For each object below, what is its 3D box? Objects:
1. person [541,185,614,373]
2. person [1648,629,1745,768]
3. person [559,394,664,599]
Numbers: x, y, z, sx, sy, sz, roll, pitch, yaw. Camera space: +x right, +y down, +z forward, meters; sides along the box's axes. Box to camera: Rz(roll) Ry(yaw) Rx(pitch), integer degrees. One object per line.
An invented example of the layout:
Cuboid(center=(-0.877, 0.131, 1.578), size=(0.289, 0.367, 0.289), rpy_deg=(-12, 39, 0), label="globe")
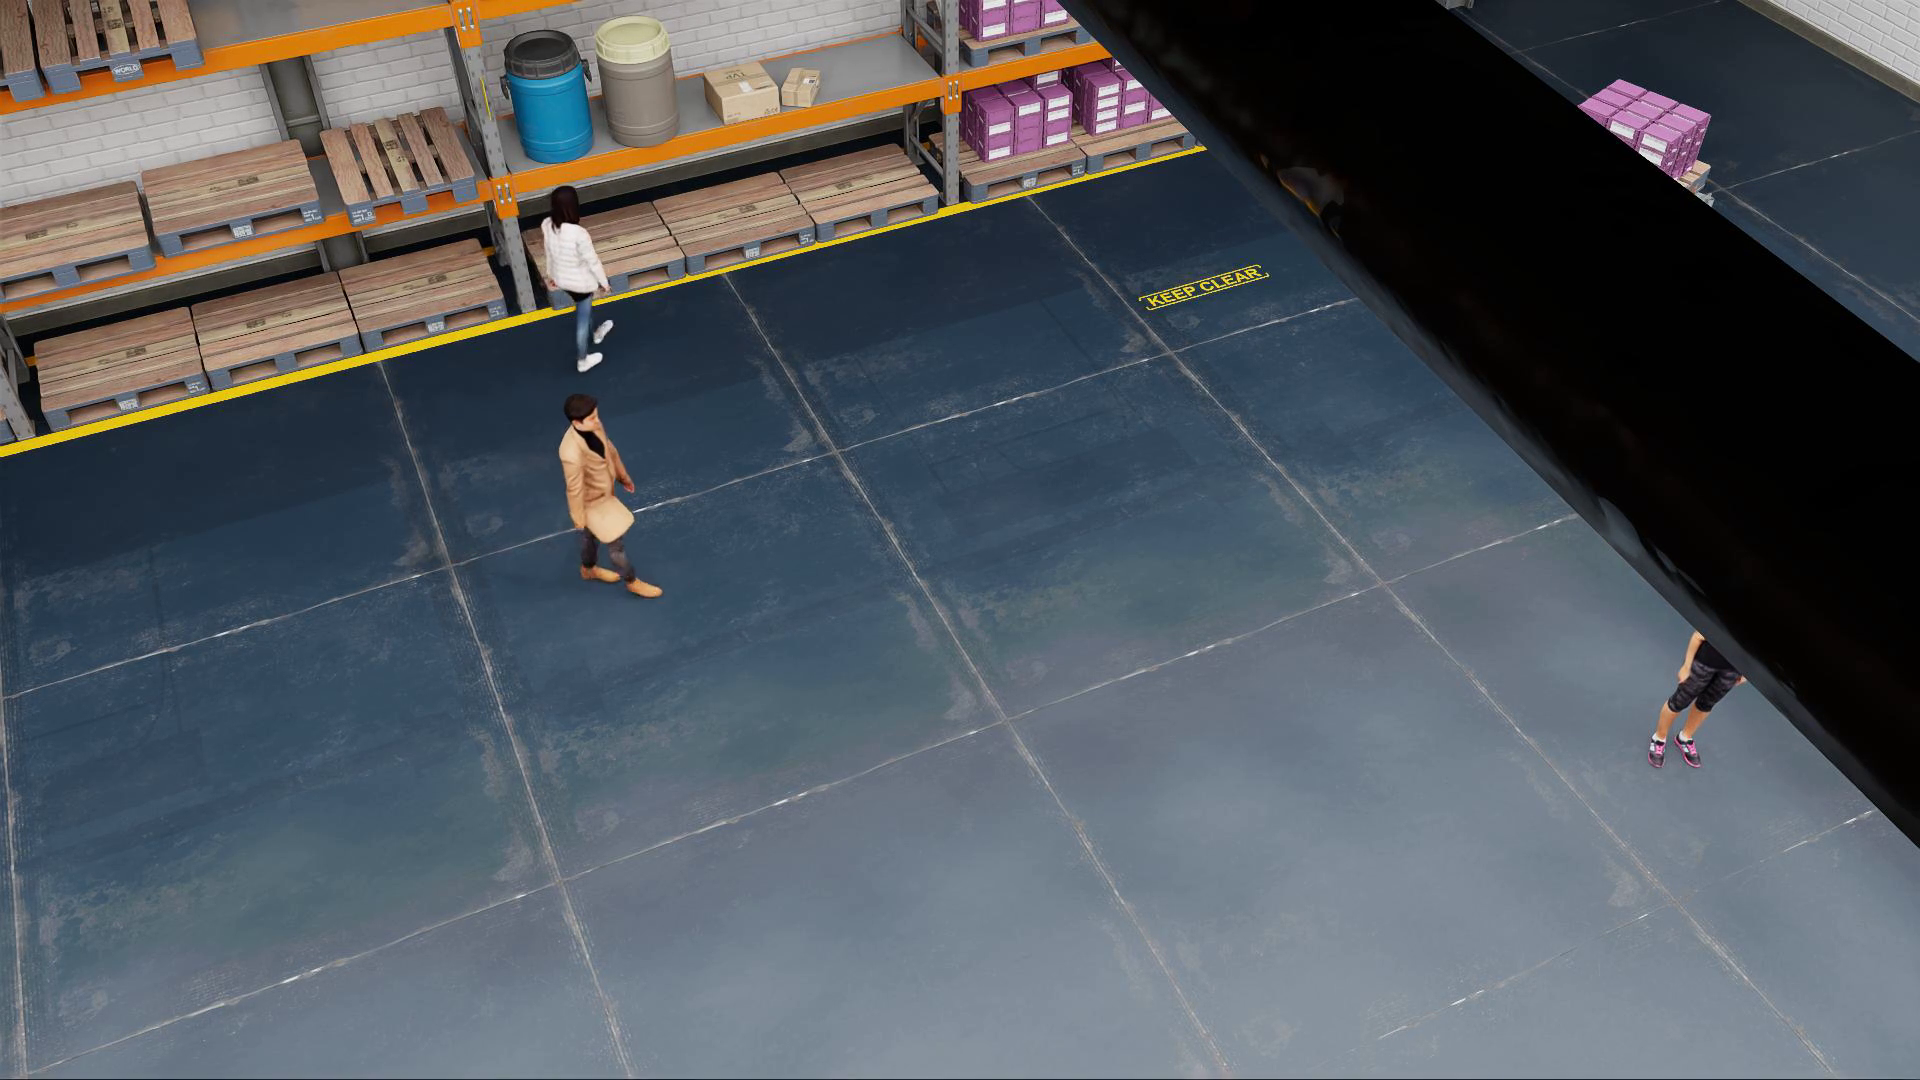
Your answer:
Cuboid(center=(-3.084, -2.035, 13.165), size=(0.899, 1.622, 0.986), rpy_deg=(22, 48, 22), label="person")
Cuboid(center=(4.621, 0.735, 10.179), size=(0.618, 1.729, 0.717), rpy_deg=(1, 44, 1), label="person")
Cuboid(center=(-2.569, -0.324, 11.309), size=(1.007, 1.704, 0.898), rpy_deg=(4, 44, 5), label="person")
